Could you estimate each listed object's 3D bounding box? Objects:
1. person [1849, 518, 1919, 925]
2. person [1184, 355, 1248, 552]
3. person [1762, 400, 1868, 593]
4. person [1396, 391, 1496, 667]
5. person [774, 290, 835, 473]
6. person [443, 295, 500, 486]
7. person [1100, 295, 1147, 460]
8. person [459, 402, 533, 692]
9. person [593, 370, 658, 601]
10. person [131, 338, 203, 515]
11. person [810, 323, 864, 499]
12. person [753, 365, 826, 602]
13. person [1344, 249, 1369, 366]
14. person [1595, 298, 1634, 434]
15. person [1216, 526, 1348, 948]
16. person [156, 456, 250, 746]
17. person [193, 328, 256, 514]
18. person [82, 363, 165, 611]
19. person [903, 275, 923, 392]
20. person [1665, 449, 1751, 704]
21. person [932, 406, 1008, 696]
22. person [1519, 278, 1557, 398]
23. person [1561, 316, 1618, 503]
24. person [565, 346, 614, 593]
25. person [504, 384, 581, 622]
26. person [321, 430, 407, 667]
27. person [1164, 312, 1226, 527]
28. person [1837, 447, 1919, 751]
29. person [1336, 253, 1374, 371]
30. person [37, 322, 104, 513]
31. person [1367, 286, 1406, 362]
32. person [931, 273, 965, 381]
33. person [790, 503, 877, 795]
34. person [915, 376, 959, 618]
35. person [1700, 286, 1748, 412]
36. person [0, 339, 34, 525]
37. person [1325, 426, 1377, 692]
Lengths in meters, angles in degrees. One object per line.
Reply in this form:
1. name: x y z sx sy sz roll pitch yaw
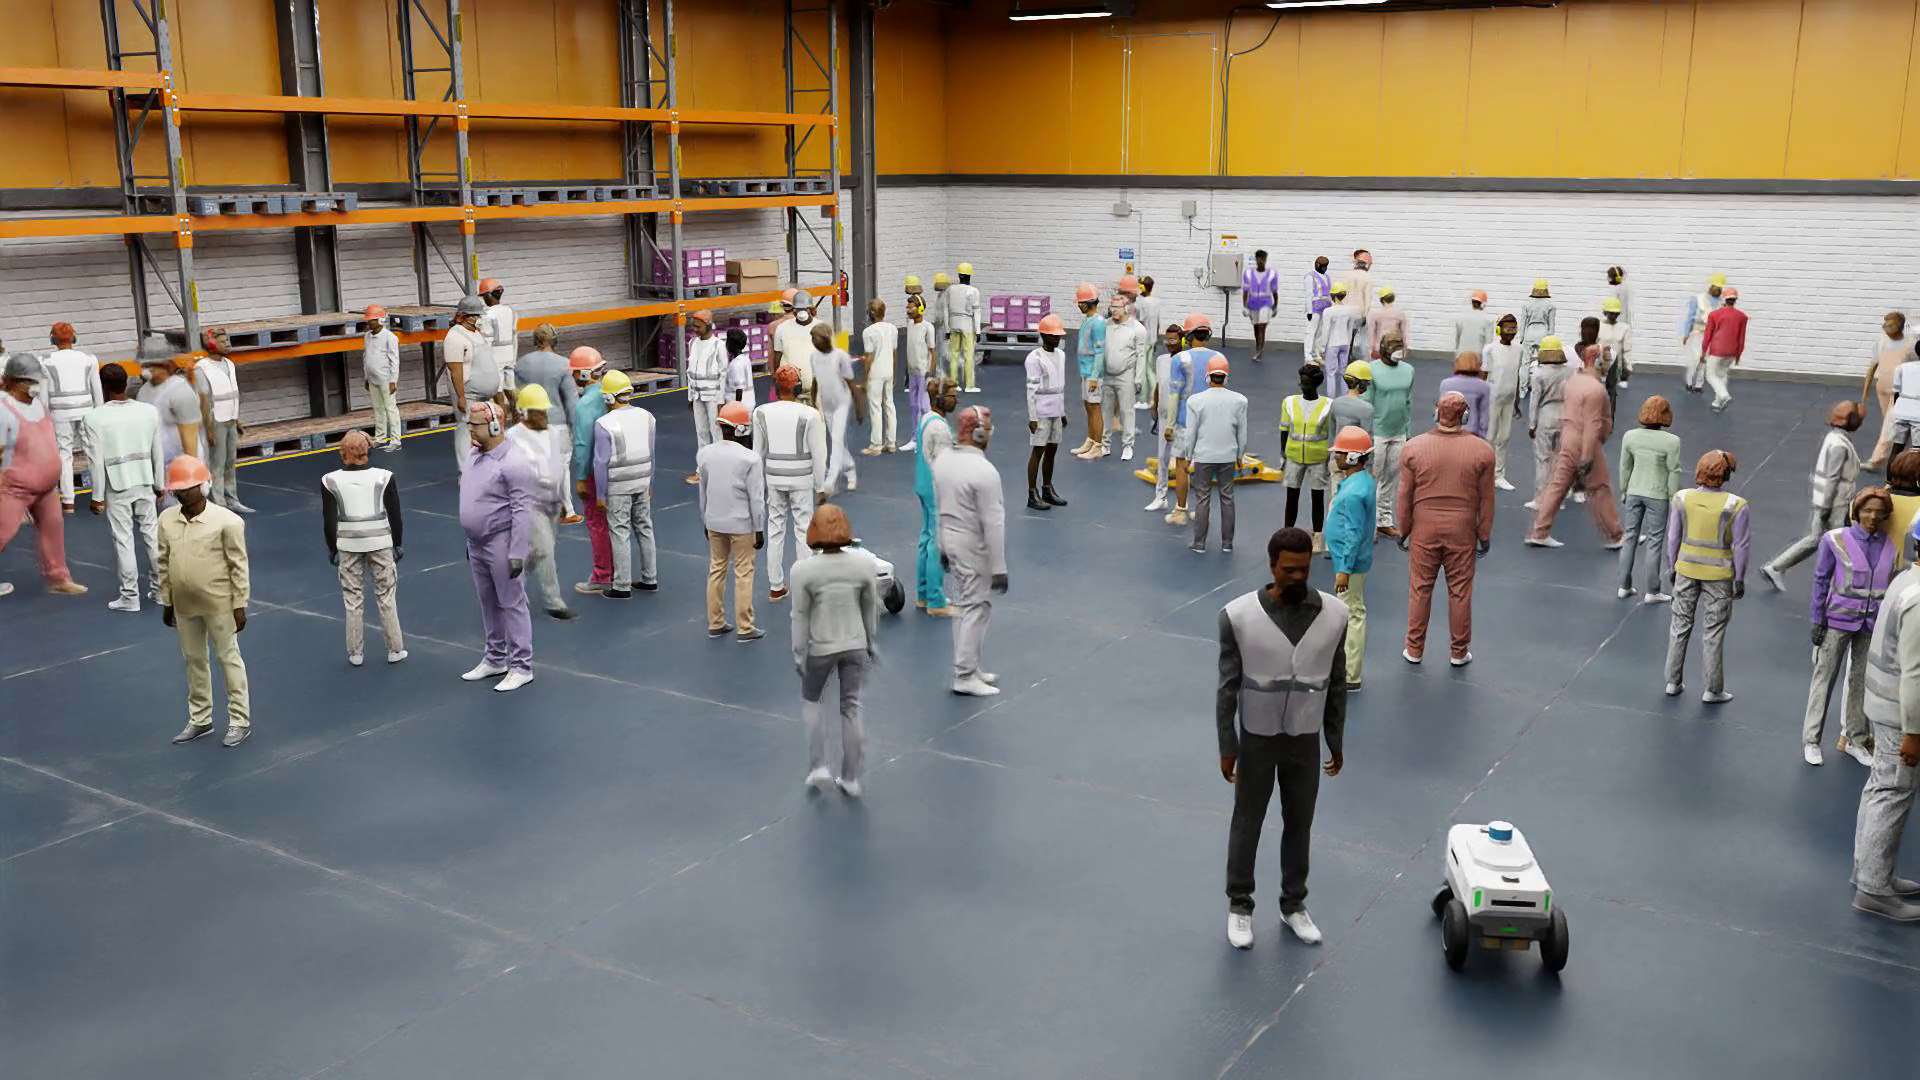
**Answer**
1. person: 4.372 0.785 7.633 0.417 1.939 0.607 6 14 25
2. person: 2.253 -0.760 14.730 0.568 1.751 0.329 -1 13 -6
3. person: 6.805 -0.311 13.075 0.739 1.608 0.511 5 14 21
4. person: 3.322 -0.071 11.410 0.649 1.907 0.409 4 13 16
5. person: -1.713 -1.740 18.355 0.682 2.000 0.537 -1 13 -3
6. person: -5.177 -1.601 17.750 0.535 2.000 0.679 2 13 7
7. person: 1.820 -1.878 19.244 0.639 1.910 0.407 7 15 28
8. person: -3.070 0.037 10.940 0.640 1.909 0.409 11 17 41
9. person: -2.657 -0.432 13.168 0.404 1.823 0.591 9 16 34
10. person: -6.508 -0.705 13.866 0.693 2.000 0.783 10 16 37
11. person: -1.304 -1.340 17.206 0.583 1.787 0.863 9 16 35
12. person: -1.325 -0.432 13.023 0.584 1.882 0.347 4 13 15
13. person: 6.622 -3.880 27.829 0.376 1.958 0.599 3 13 14
14. person: 8.161 -2.151 20.829 0.528 1.730 0.870 -1 13 -5
15. person: 1.412 0.861 7.361 0.594 1.911 0.385 -2 13 -9
16. person: -4.499 0.361 9.869 0.572 1.749 0.334 2 13 10
17. person: -7.158 -1.123 16.097 0.389 1.850 0.566 1 13 4
18. person: -6.416 -0.406 12.836 0.380 1.917 0.596 8 15 32
19. person: -0.678 -3.072 24.819 0.353 1.737 0.483 5 14 21
20. person: 4.779 0.236 10.662 0.307 1.641 0.511 -12 17 -41
21. person: 0.090 0.069 10.816 0.410 1.907 0.682 -7 15 -29
22. person: 8.379 -2.925 24.166 0.487 1.737 0.317 5 14 22
23. person: 6.312 -1.319 16.848 0.617 1.898 0.448 3 13 14
24. person: -2.934 -0.564 13.369 0.406 1.987 0.614 3 13 12
25. person: -3.250 -0.300 12.630 0.816 1.807 0.602 7 15 27
26. person: -4.081 0.063 11.408 0.514 1.642 0.310 -3 13 -12
27. person: 2.219 -1.139 15.779 0.614 2.030 0.409 -6 14 -25
28. person: 5.407 0.377 9.604 0.429 1.843 0.637 -7 15 -26
29. person: 6.495 -3.724 27.248 1.074 1.931 0.622 -11 17 -40
30. person: -8.768 -1.214 16.449 0.573 1.877 0.364 -12 18 -42
31. person: 5.879 -2.618 22.903 0.543 1.706 0.768 0 13 0
32. person: -0.195 -3.235 25.526 0.574 1.724 0.489 -4 14 -17
33. person: -0.685 0.606 9.115 0.510 1.619 0.386 -5 14 -20
34. person: -0.170 -0.330 12.672 0.329 1.842 0.509 -4 14 -17
35. person: 10.457 -2.595 22.738 0.575 1.732 0.590 -2 13 -7
36. person: -9.121 -1.046 15.784 0.520 1.838 0.331 0 13 2
37. person: 2.540 0.122 10.903 0.327 1.752 0.561 4 14 17
